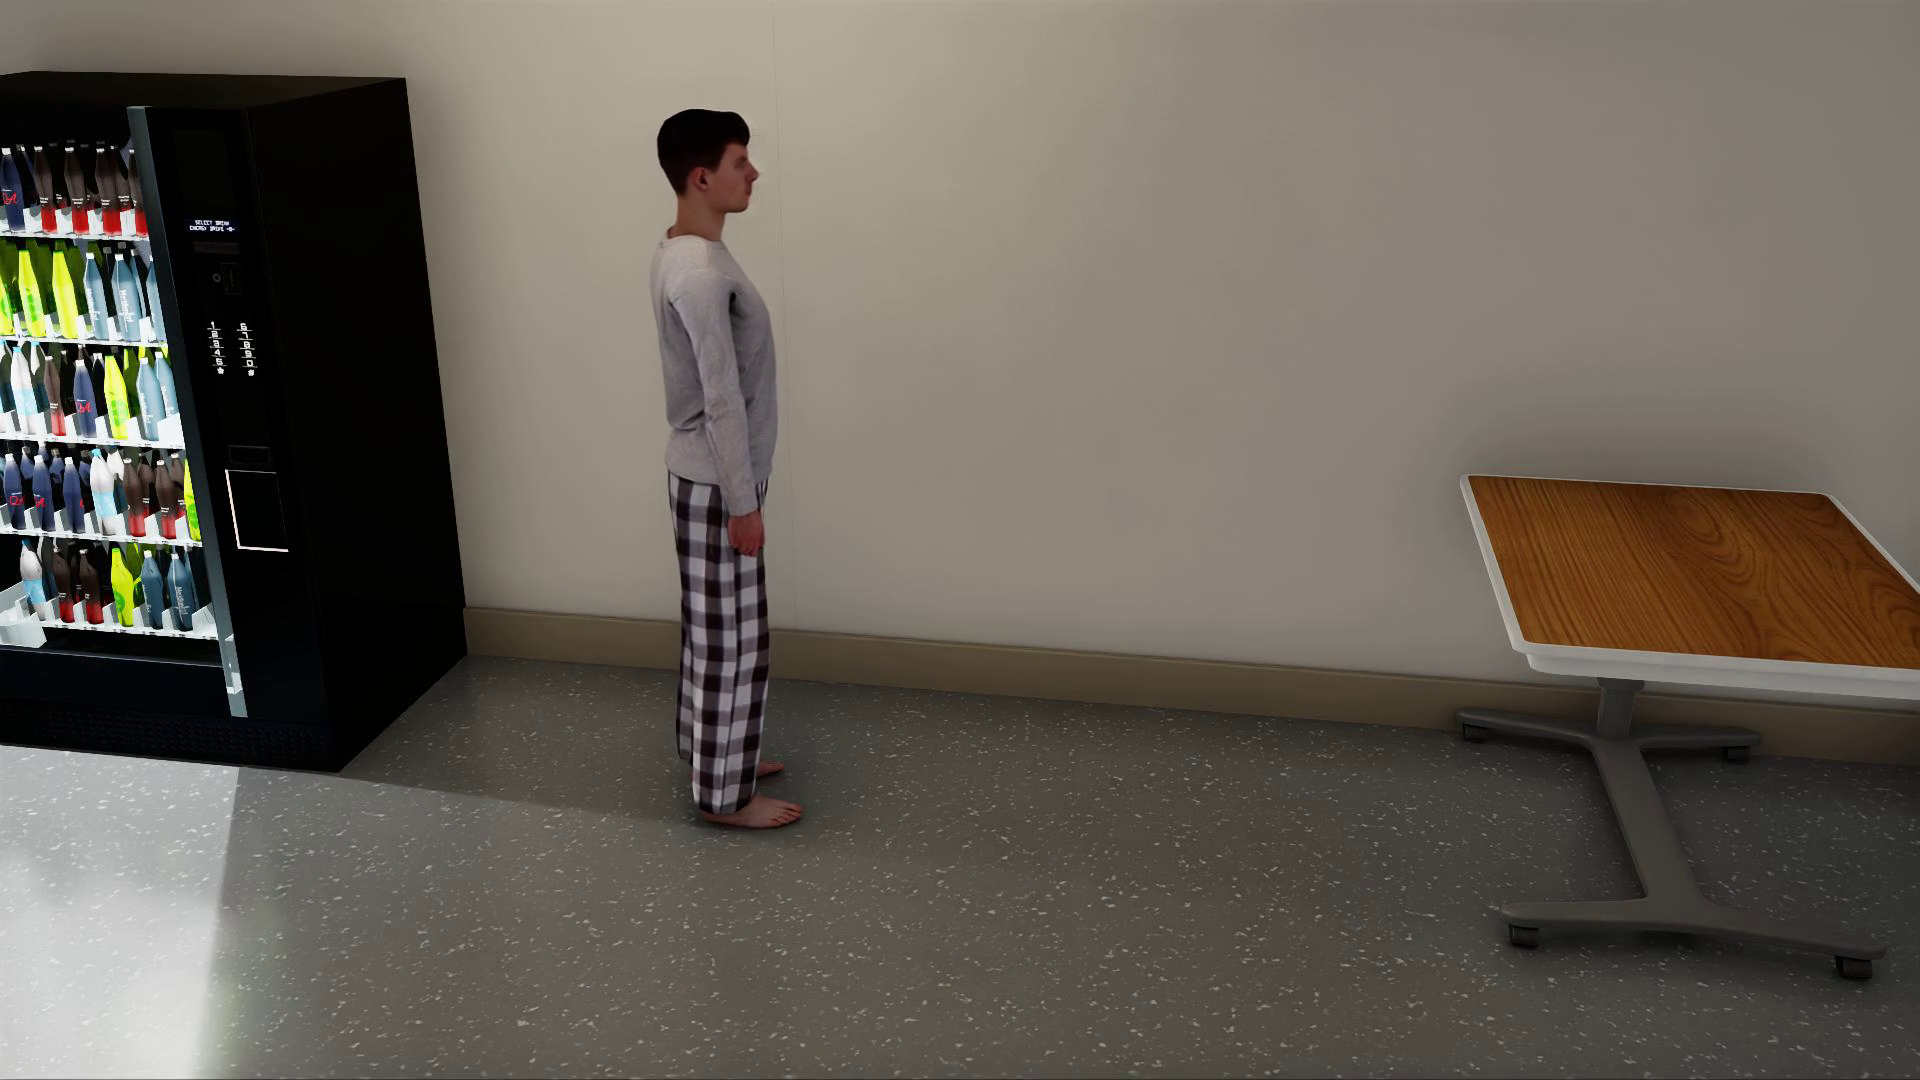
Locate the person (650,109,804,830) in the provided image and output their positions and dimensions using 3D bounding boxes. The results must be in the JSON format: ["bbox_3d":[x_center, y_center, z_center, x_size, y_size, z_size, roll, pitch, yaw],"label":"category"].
[{"bbox_3d":[-0.623,-0.158,4.254,0.674,1.847,0.696,-5,21,-13],"label":"person"}]
